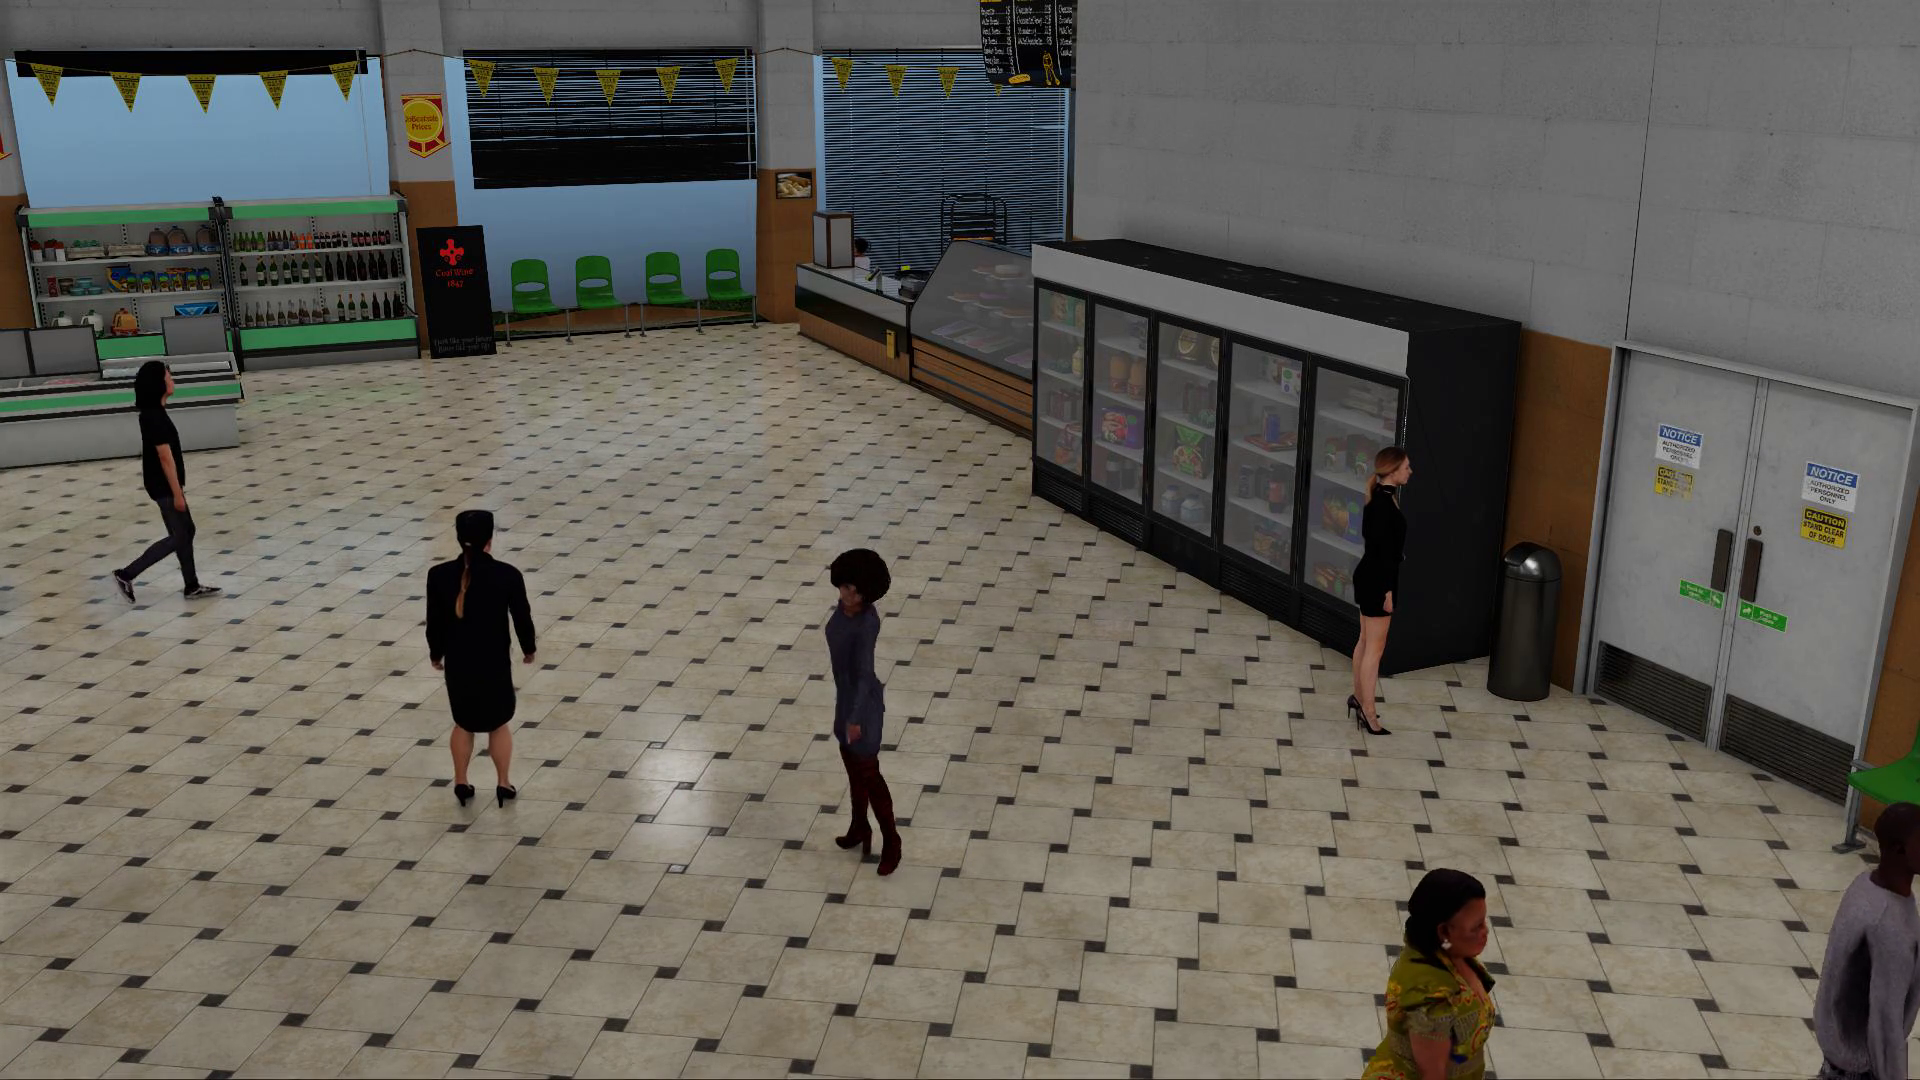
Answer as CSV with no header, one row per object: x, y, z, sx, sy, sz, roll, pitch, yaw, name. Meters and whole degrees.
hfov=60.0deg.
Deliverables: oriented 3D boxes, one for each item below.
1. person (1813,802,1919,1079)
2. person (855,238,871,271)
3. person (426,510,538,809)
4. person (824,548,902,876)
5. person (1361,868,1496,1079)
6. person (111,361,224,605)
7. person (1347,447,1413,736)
2.879,1.664,5.533,1.043,1.746,1.020,8,19,25,person
-1.433,-3.772,24.270,0.618,1.262,0.531,15,23,41,person
-2.584,0.669,8.949,0.691,1.666,0.853,-2,17,-6,person
-0.517,0.817,8.400,0.632,1.701,0.735,0,17,0,person
1.368,1.809,5.282,1.253,1.614,1.247,7,18,23,person
-5.898,-0.388,12.167,0.983,1.817,0.695,-10,20,-30,person
2.517,0.292,10.012,0.648,1.768,0.642,0,17,1,person
